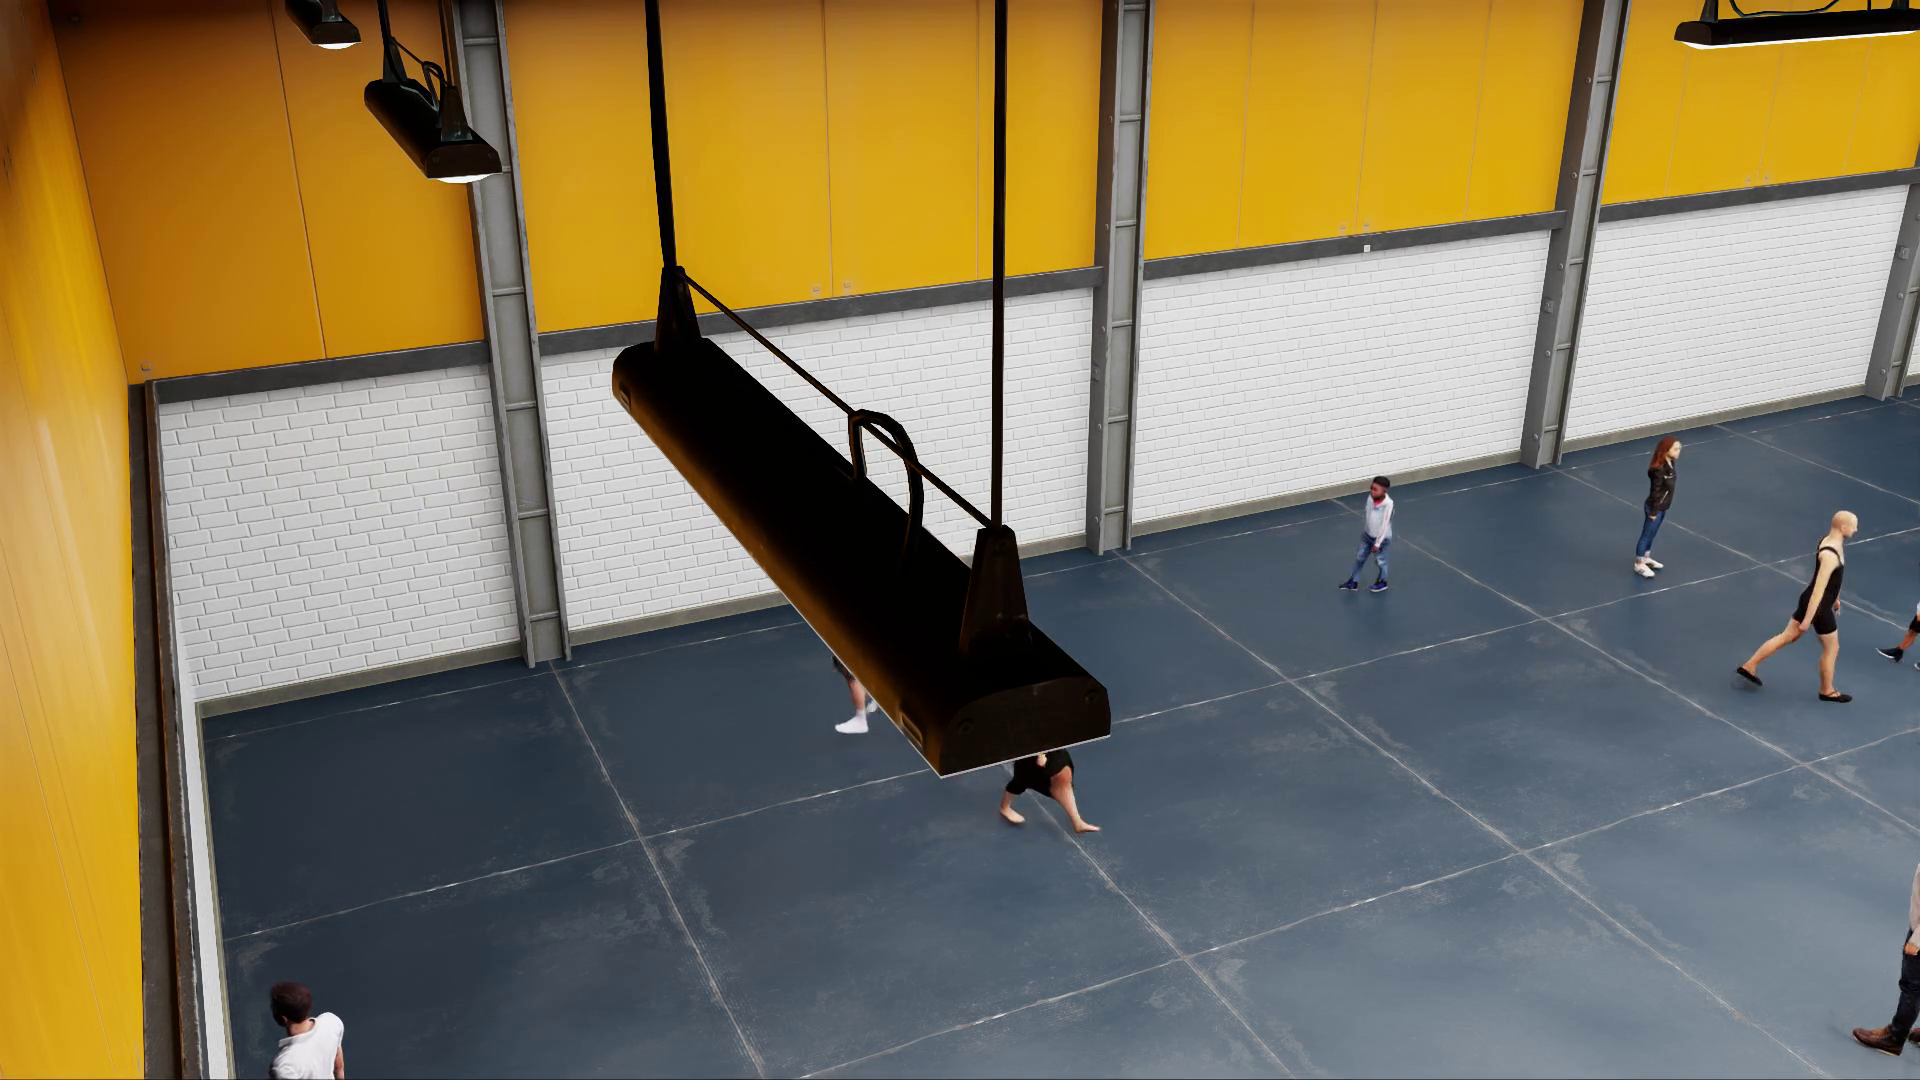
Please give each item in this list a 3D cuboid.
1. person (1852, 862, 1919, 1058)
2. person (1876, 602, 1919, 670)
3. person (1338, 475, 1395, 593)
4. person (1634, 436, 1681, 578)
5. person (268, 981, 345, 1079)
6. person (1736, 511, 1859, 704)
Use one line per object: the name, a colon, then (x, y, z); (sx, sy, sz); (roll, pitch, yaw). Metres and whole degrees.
person: (6.009, 2.378, 10.209); (0.732, 1.879, 0.820); (-20, 31, -38)
person: (8.854, 0.624, 15.020); (0.838, 1.240, 0.790); (10, 25, 21)
person: (4.216, -0.063, 16.591); (0.774, 1.239, 0.564); (-15, 28, -31)
person: (7.110, -0.368, 16.985); (0.691, 1.482, 0.570); (17, 29, 34)
person: (-3.343, 3.064, 8.674); (0.754, 1.851, 0.722); (6, 24, 12)
person: (7.343, 0.574, 14.465); (1.229, 1.776, 1.172); (8, 25, 18)
